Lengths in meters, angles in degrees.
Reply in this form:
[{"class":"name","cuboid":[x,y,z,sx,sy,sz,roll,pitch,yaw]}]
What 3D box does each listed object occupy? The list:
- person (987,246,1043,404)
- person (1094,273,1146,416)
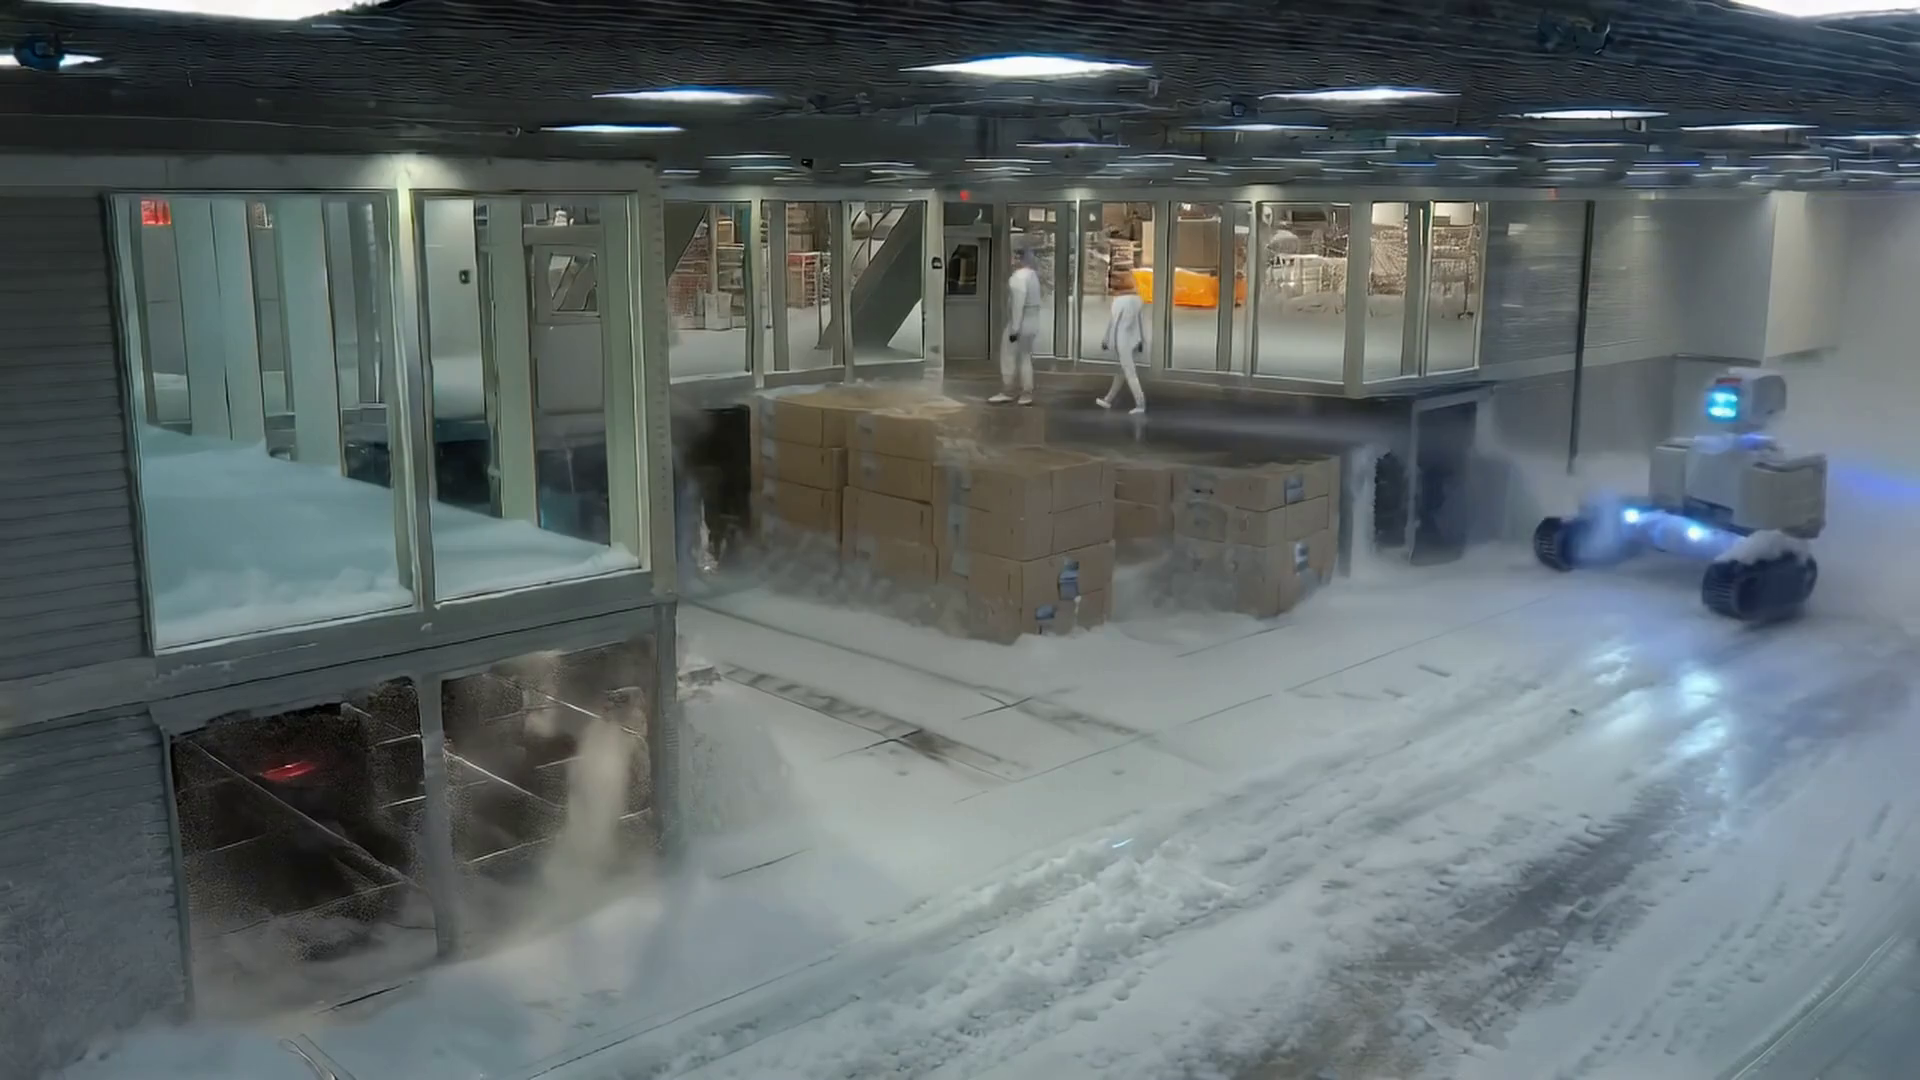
[{"class":"person","cuboid":[0.666,-2.554,19.841,0.651,1.879,0.722,10,15,41]},{"class":"person","cuboid":[1.823,-2.226,18.889,0.839,1.582,0.524,11,15,43]}]
